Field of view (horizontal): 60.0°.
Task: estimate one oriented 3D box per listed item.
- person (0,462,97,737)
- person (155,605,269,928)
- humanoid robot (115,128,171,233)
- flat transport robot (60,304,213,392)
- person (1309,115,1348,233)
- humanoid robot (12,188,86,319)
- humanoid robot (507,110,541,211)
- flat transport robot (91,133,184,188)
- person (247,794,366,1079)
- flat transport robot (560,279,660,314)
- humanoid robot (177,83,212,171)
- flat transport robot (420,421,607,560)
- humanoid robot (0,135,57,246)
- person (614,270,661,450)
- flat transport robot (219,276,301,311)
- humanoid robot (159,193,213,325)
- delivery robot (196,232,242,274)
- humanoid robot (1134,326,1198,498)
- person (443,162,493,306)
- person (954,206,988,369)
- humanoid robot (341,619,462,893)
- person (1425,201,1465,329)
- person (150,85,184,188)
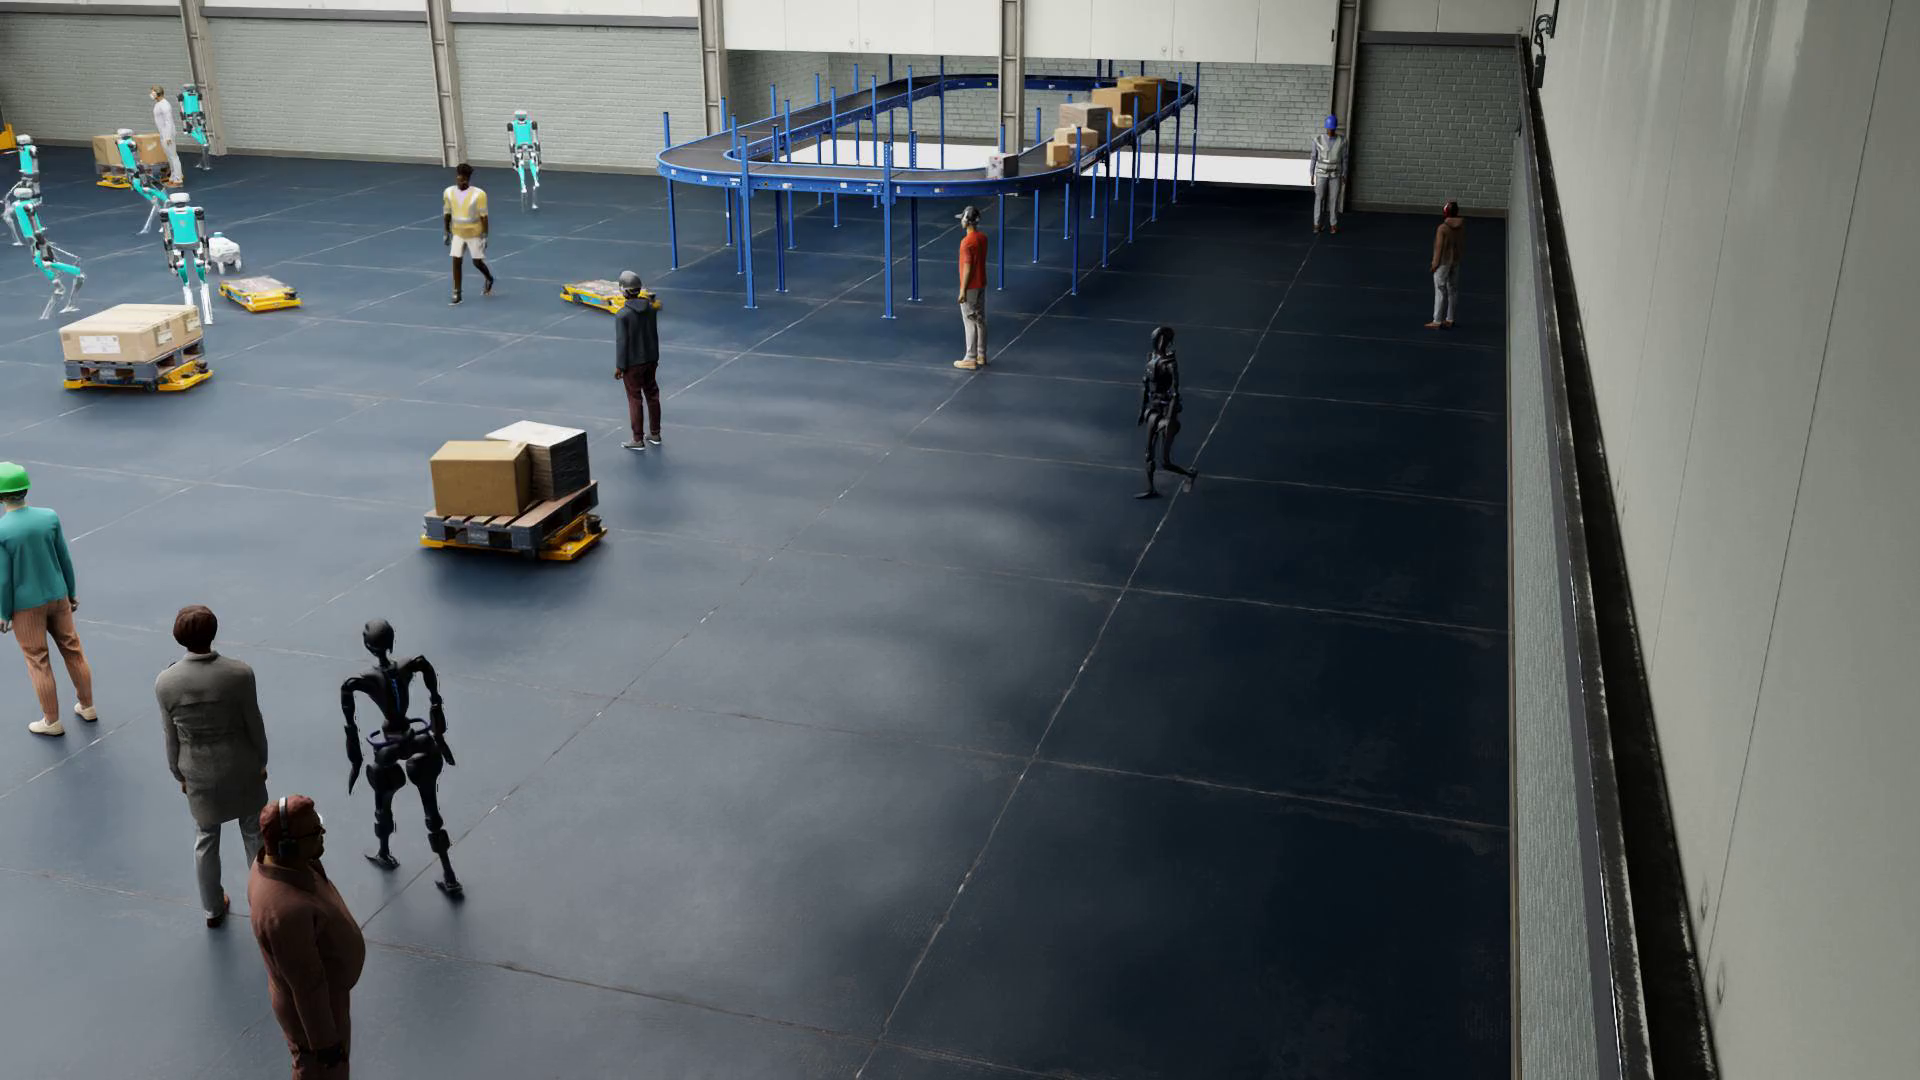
[{"bbox_3d":[-6.073,0.390,10.935,0.365,1.873,0.514,14,25,32],"label":"person"},{"bbox_3d":[-3.951,1.213,8.887,0.497,1.823,0.369,-4,21,-11],"label":"person"},{"bbox_3d":[-13.469,-5.972,27.613,0.531,1.749,0.793,15,26,35],"label":"humanoid robot"},{"bbox_3d":[-9.440,-1.904,19.115,1.431,0.231,0.659,2,21,5],"label":"flat transport robot"},{"bbox_3d":[6.108,-6.063,27.600,0.615,1.933,0.417,1,21,3],"label":"person"},{"bbox_3d":[-11.932,-3.761,21.937,0.802,1.803,0.544,-19,28,-41],"label":"humanoid robot"},{"bbox_3d":[-7.643,-6.634,29.371,0.542,1.799,0.826,-7,22,-19],"label":"humanoid robot"},{"bbox_3d":[-16.078,-7.106,32.608,0.659,0.231,1.431,12,24,29],"label":"flat transport robot"},{"bbox_3d":[-2.671,1.915,6.937,0.412,1.907,0.643,-11,24,-26],"label":"person"},{"bbox_3d":[-4.824,-3.348,22.862,1.431,0.231,0.659,19,28,41],"label":"flat transport robot"},{"bbox_3d":[-15.471,-8.382,33.913,0.916,1.779,0.563,13,25,30],"label":"humanoid robot"},{"bbox_3d":[-3.853,-0.078,14.379,1.431,0.231,0.659,6,22,14],"label":"flat transport robot"},{"bbox_3d":[-14.994,-5.498,26.445,0.534,1.779,0.856,17,27,38],"label":"humanoid robot"},{"bbox_3d":[-3.232,-1.808,16.719,0.370,1.812,0.537,16,26,35],"label":"person"},{"bbox_3d":[-9.718,-3.418,23.043,0.659,0.231,1.431,-17,27,-36],"label":"flat transport robot"},{"bbox_3d":[-9.956,-3.637,21.499,0.530,1.751,0.688,-8,23,-21],"label":"humanoid robot"},{"bbox_3d":[-11.131,-4.325,25.000,0.770,0.595,0.499,20,28,41],"label":"delivery robot"},{"bbox_3d":[1.913,-1.184,15.300,0.581,1.633,0.589,-11,24,-26],"label":"humanoid robot"},{"bbox_3d":[-6.770,-4.229,22.841,0.709,1.931,0.733,4,21,9],"label":"person"},{"bbox_3d":[0.112,-2.980,19.625,0.403,1.910,0.481,12,24,28],"label":"person"},{"bbox_3d":[-3.113,1.173,9.250,0.587,1.631,0.762,-16,26,-35],"label":"humanoid robot"},{"bbox_3d":[6.281,-3.539,21.431,0.460,1.651,0.329,-11,23,-25],"label":"person"},{"bbox_3d":[-15.272,-7.765,32.000,0.376,1.940,0.627,-13,25,-30],"label":"person"}]
